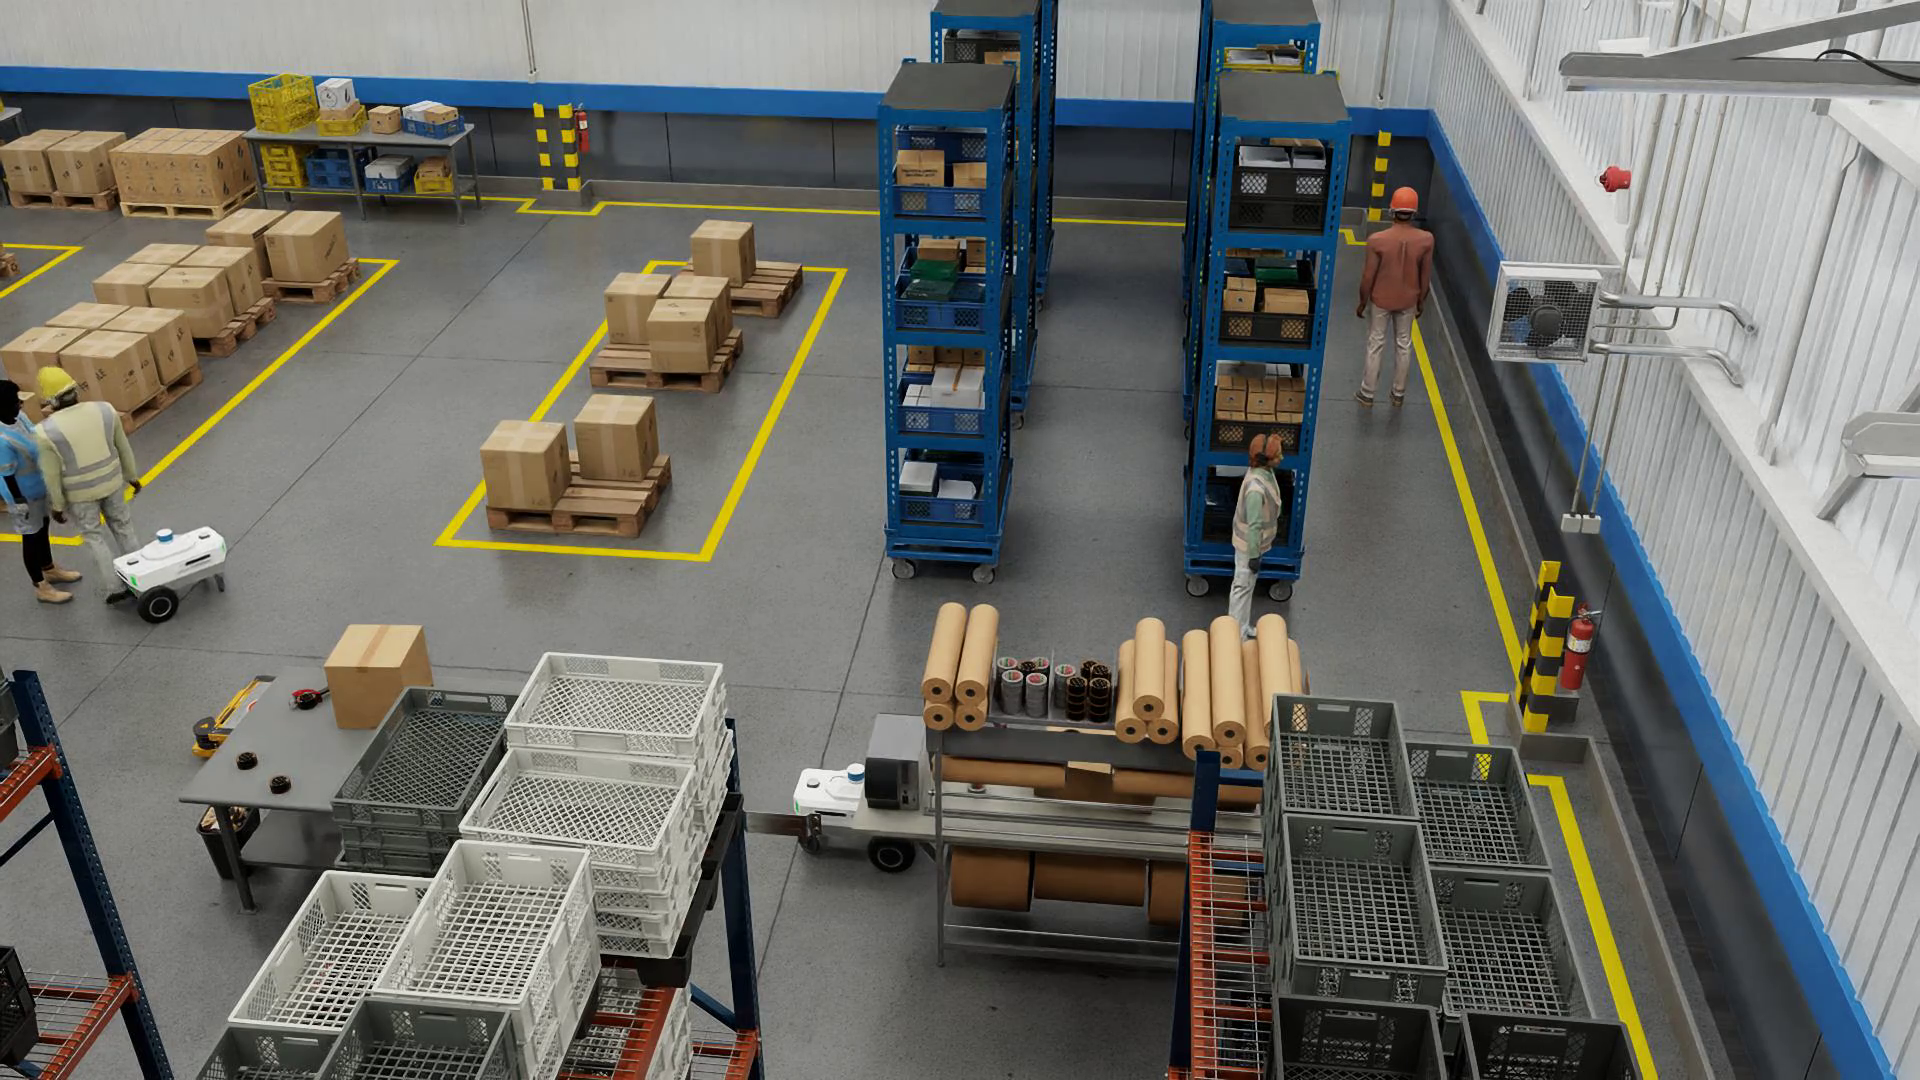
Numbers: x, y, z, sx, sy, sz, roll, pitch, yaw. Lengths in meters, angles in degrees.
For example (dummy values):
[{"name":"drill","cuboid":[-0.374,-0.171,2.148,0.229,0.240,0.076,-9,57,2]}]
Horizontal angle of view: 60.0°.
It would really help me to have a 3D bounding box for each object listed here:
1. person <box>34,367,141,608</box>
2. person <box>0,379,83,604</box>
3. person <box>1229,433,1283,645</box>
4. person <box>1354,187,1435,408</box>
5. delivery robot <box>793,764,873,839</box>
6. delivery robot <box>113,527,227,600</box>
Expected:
[{"name":"person","cuboid":[-6.130,-0.393,11.804,0.536,1.809,0.666,20,36,31]},{"name":"person","cuboid":[-6.640,-0.361,11.855,0.320,1.697,0.537,-5,31,-8]},{"name":"person","cuboid":[1.989,0.023,11.253,0.313,1.642,0.513,7,31,12]},{"name":"person","cuboid":[3.790,-2.115,14.576,0.611,1.996,0.378,-1,30,-2]},{"name":"delivery robot","cuboid":[-0.599,1.520,9.666,0.707,0.478,0.477,4,31,7]},{"name":"delivery robot","cuboid":[-5.689,0.152,12.014,0.477,0.478,0.707,27,39,37]}]
